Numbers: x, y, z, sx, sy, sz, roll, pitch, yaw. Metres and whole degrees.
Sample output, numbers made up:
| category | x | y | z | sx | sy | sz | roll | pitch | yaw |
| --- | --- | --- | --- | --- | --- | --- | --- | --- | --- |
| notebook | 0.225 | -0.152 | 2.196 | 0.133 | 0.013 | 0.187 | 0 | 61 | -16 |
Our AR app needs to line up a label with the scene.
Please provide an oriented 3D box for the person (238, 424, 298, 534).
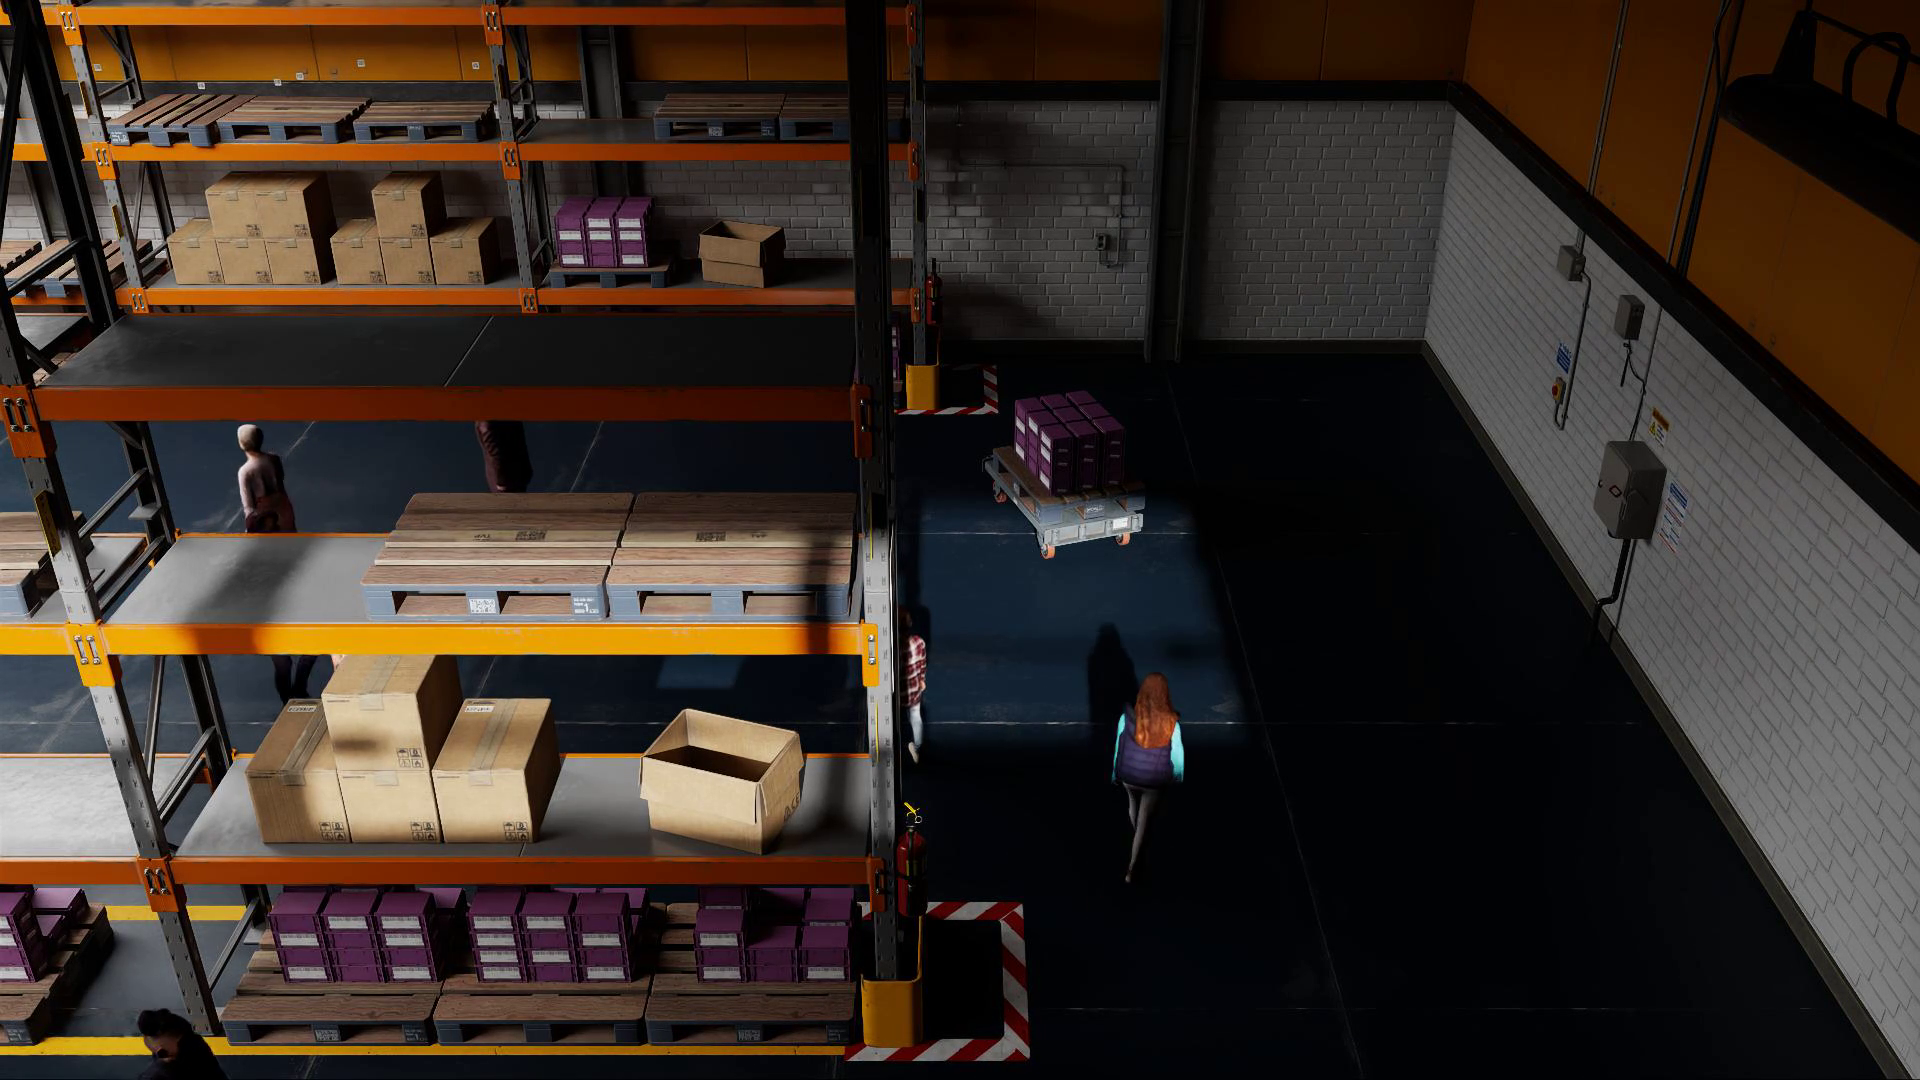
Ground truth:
| category | x | y | z | sx | sy | sz | roll | pitch | yaw |
| --- | --- | --- | --- | --- | --- | --- | --- | --- | --- |
| person | -5.535 | -0.141 | 13.515 | 0.857 | 1.679 | 0.773 | 16 | 32 | 27 |

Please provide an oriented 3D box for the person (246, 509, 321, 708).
| category | x | y | z | sx | sy | sz | roll | pitch | yaw |
| --- | --- | --- | --- | --- | --- | --- | --- | --- | --- |
| person | -5.025 | 0.582 | 12.079 | 0.576 | 1.785 | 0.616 | 1 | 29 | 2 |

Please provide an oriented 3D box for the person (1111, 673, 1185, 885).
| category | x | y | z | sx | sy | sz | roll | pitch | yaw |
| --- | --- | --- | --- | --- | --- | --- | --- | --- | --- |
| person | 1.163 | 1.550 | 10.630 | 0.886 | 1.475 | 0.839 | 11 | 30 | 19 |

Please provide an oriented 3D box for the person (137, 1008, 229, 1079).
| category | x | y | z | sx | sy | sz | roll | pitch | yaw |
| --- | --- | --- | --- | --- | --- | --- | --- | --- | --- |
| person | -3.605 | 2.905 | 7.765 | 0.926 | 1.839 | 0.793 | 2 | 29 | 4 |
